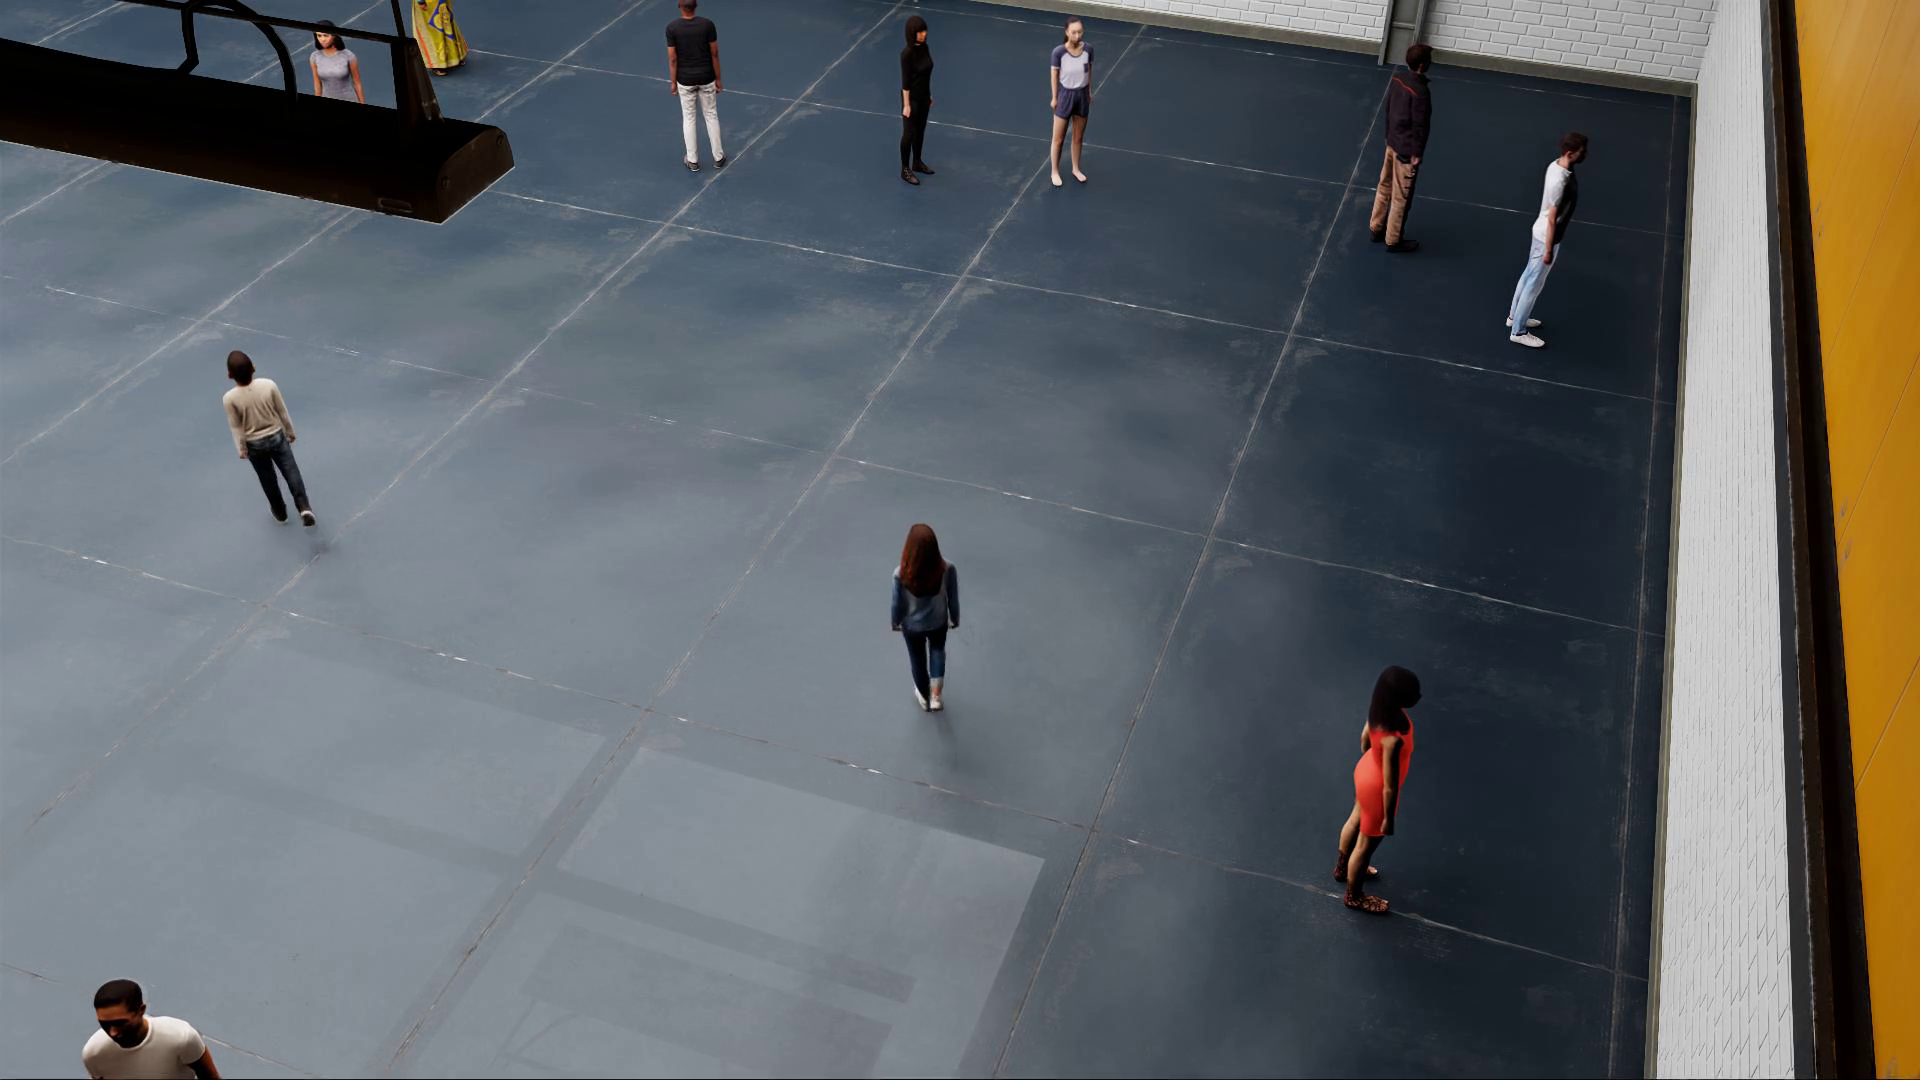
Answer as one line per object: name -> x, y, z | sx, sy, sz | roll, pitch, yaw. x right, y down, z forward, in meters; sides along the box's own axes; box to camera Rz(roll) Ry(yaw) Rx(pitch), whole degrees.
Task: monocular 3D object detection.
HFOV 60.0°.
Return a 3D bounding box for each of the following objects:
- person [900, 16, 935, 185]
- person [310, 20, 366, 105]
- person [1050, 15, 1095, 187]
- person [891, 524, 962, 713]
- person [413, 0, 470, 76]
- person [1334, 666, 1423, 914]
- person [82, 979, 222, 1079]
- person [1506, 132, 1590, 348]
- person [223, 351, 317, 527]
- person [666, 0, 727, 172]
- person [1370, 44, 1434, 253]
person -> -0.437, -4.317, 16.225 | 0.588, 1.641, 0.635 | 23, 44, 26
person -> -5.849, -4.059, 15.789 | 0.608, 1.781, 0.722 | -6, 39, -7
person -> 1.072, -4.272, 16.160 | 0.658, 1.651, 0.727 | -14, 41, -17
person -> -0.203, 0.541, 10.278 | 0.695, 1.471, 0.769 | -7, 39, -9
person -> -5.815, -5.997, 18.313 | 0.807, 1.660, 0.882 | 18, 42, 21
person -> 2.275, 1.345, 9.072 | 0.635, 1.719, 0.661 | -1, 39, -1
person -> -3.530, 2.572, 7.469 | 0.666, 1.804, 0.779 | -8, 39, -10
person -> 4.869, -2.519, 13.806 | 0.564, 1.850, 0.675 | 9, 39, 11
person -> -4.908, -0.670, 11.809 | 0.785, 1.453, 0.896 | -26, 45, -29
person -> -2.596, -4.512, 16.338 | 0.729, 1.805, 0.824 | -10, 40, -12
person -> 4.011, -3.547, 15.033 | 0.830, 1.924, 0.791 | -13, 40, -16
